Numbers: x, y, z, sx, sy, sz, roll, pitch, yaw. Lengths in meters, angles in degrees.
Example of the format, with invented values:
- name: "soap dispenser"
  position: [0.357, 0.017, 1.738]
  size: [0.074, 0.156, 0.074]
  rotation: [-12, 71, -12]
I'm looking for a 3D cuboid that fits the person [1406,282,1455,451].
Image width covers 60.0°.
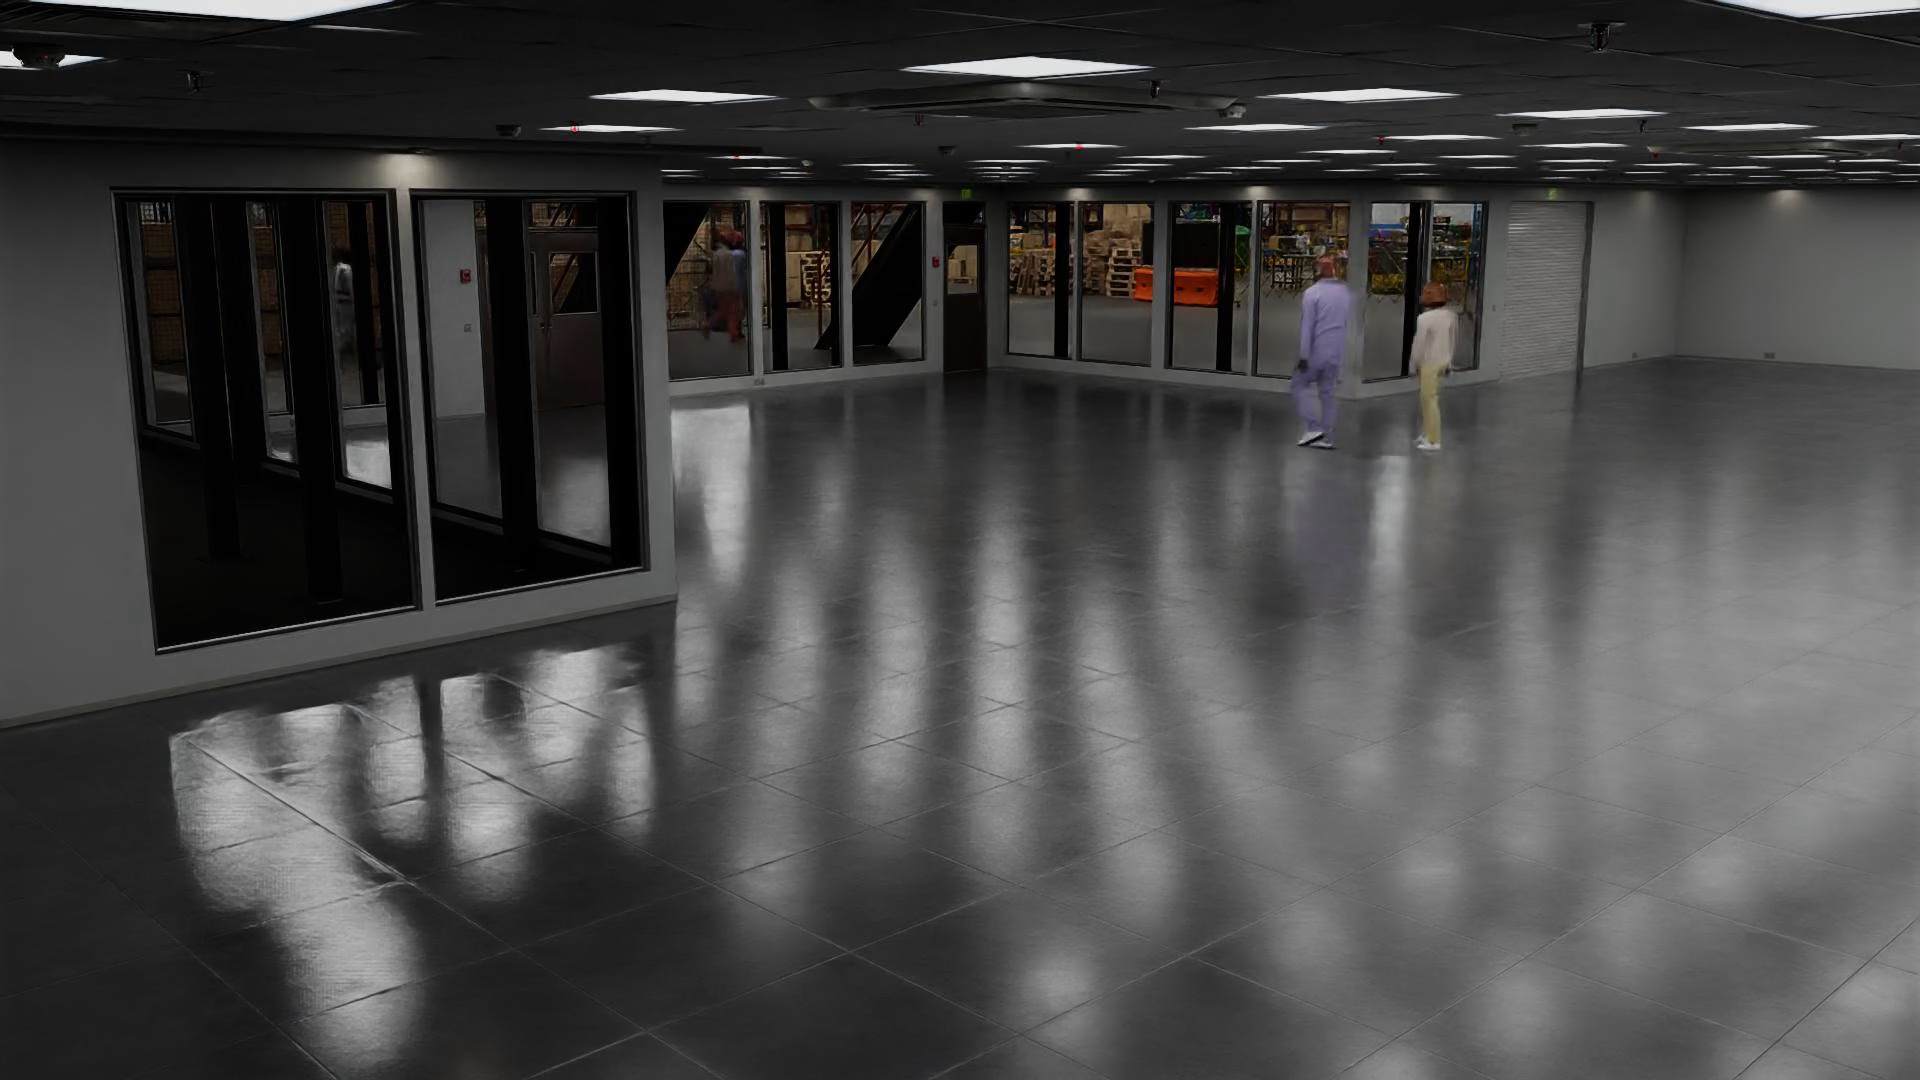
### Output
- name: "person"
  position: [4.491, -1.681, 16.086]
  size: [0.523, 1.614, 0.557]
  rotation: [-9, 14, -38]

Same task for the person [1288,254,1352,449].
- name: "person"
  position: [3.477, -1.817, 16.111]
  size: [0.670, 1.887, 0.449]
  rotation: [-8, 14, -35]
